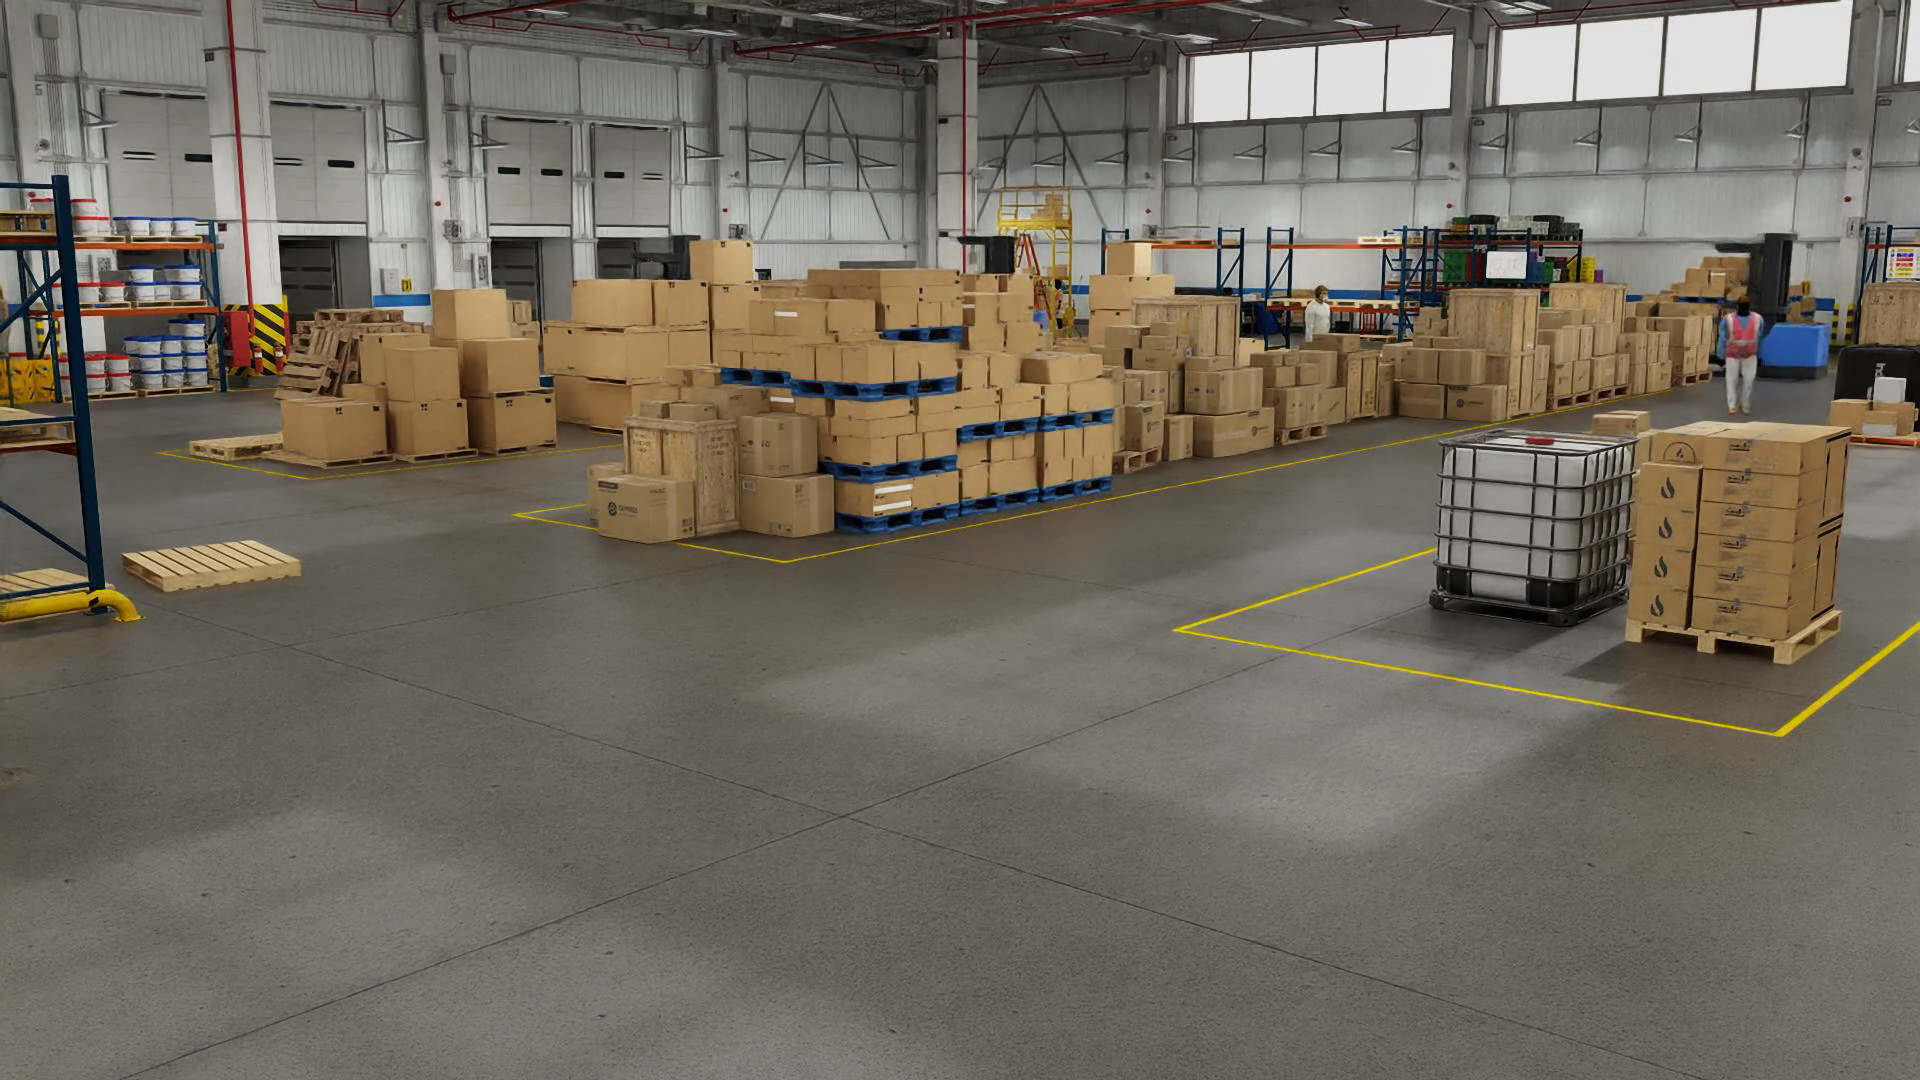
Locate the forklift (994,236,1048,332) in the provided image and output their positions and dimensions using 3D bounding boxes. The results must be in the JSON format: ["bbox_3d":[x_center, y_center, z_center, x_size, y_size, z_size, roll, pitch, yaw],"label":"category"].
[{"bbox_3d":[1.064,-5.678,38.722,1.873,2.768,1.129,2,10,14],"label":"forklift"}]

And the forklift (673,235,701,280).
[{"bbox_3d":[-6.013,-5.343,36.811,1.873,2.768,1.129,-5,11,-28],"label":"forklift"}]

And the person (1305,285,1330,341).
[{"bbox_3d":[6.085,-3.375,28.332,0.380,1.930,0.624,9,13,41],"label":"person"}]

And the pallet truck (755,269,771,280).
[{"bbox_3d":[-4.996,-6.432,45.525,1.885,1.965,0.823,-6,12,-32],"label":"pallet truck"}]

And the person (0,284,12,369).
[{"bbox_3d":[-18.191,-3.935,31.506,0.371,1.929,0.585,-3,10,-18],"label":"person"}]

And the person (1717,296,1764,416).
[{"bbox_3d":[11.857,-2.787,25.264,0.658,1.817,0.700,3,10,16],"label":"person"}]

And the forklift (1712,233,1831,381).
[{"bbox_3d":[15.726,-4.514,32.090,1.873,2.768,1.129,8,13,40],"label":"forklift"}]

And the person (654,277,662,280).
[{"bbox_3d":[-6.513,-4.724,36.011,0.637,1.929,0.368,-5,11,-24],"label":"person"}]

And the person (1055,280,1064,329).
[{"bbox_3d":[2.750,-6.463,46.569,0.319,1.694,0.532,-1,10,-3],"label":"person"}]
